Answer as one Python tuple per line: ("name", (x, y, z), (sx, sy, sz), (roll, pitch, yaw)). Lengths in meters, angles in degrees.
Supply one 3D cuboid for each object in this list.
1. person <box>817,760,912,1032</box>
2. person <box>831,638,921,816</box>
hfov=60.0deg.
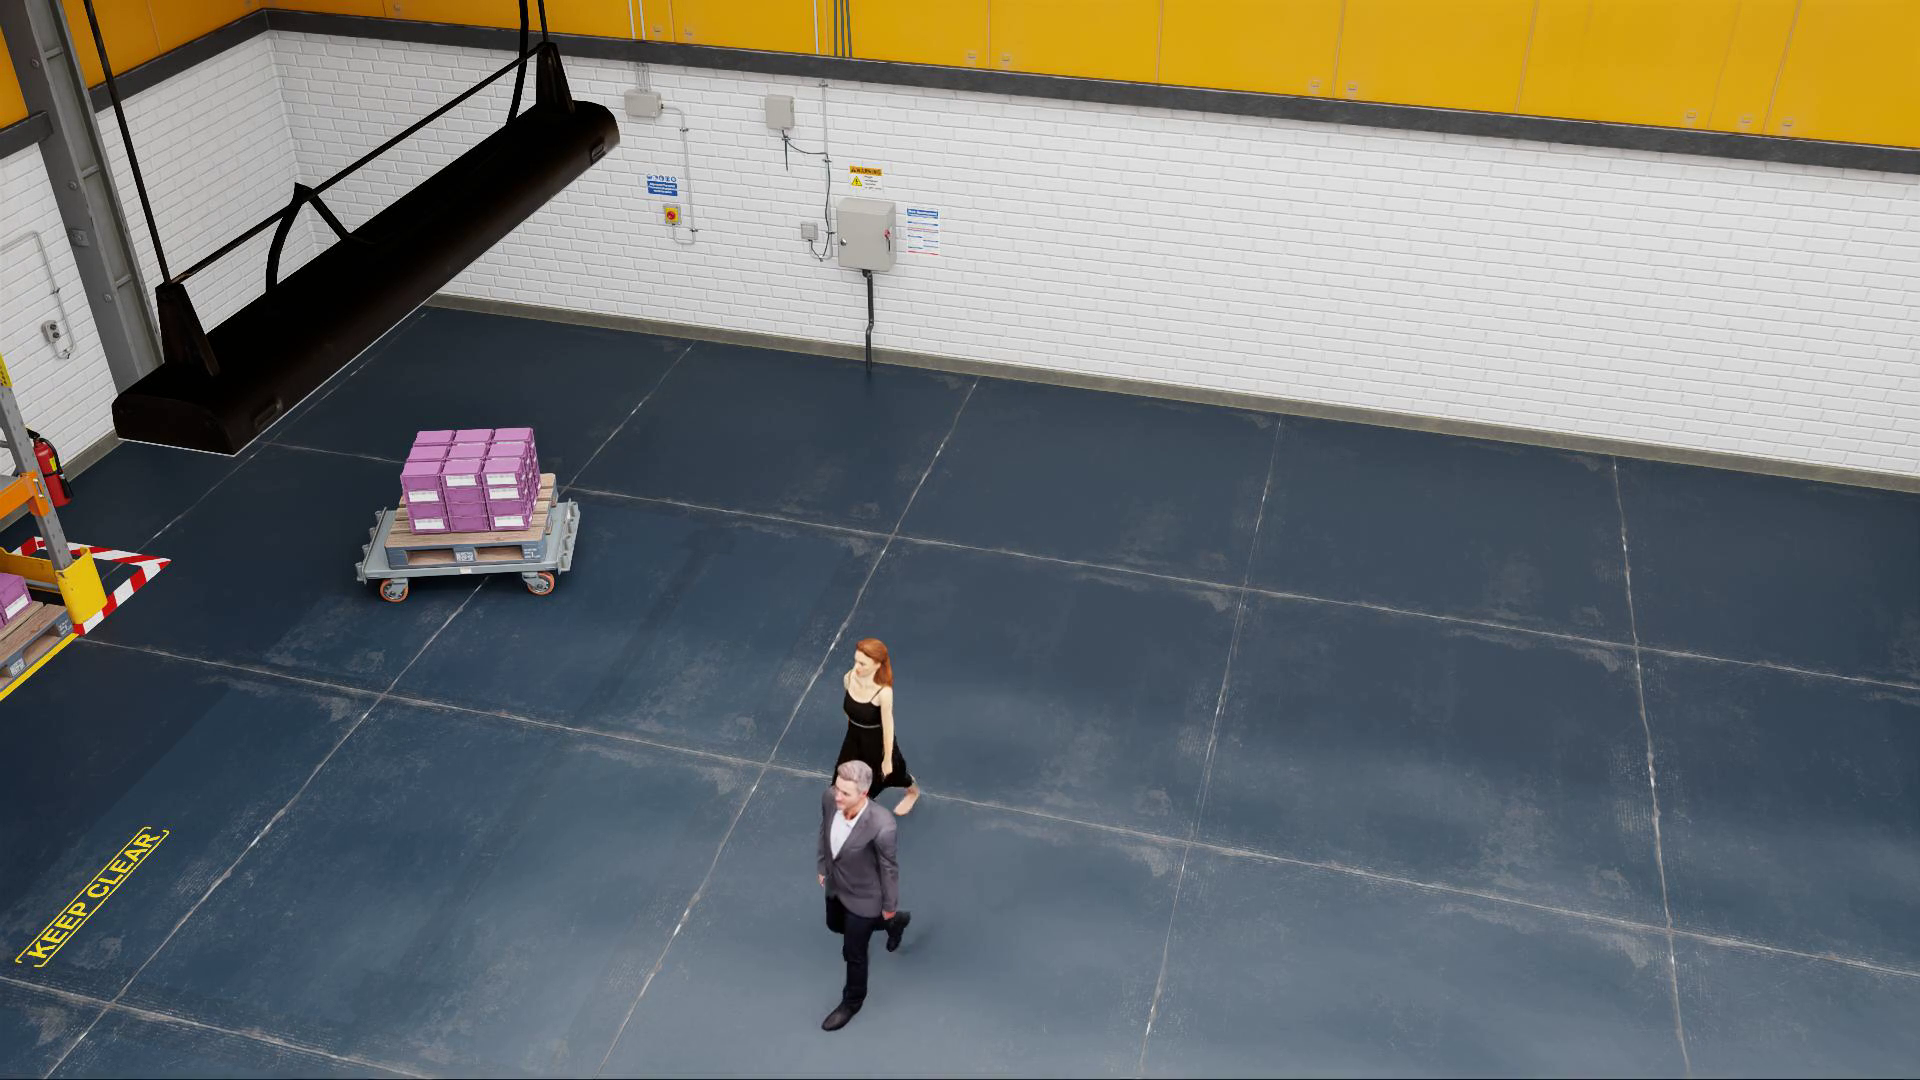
("person", (-0.547, 1.922, 9.419), (1.029, 1.820, 1.169), (29, 43, 36))
("person", (-0.498, 1.277, 10.606), (0.862, 1.581, 1.181), (23, 40, 31))
